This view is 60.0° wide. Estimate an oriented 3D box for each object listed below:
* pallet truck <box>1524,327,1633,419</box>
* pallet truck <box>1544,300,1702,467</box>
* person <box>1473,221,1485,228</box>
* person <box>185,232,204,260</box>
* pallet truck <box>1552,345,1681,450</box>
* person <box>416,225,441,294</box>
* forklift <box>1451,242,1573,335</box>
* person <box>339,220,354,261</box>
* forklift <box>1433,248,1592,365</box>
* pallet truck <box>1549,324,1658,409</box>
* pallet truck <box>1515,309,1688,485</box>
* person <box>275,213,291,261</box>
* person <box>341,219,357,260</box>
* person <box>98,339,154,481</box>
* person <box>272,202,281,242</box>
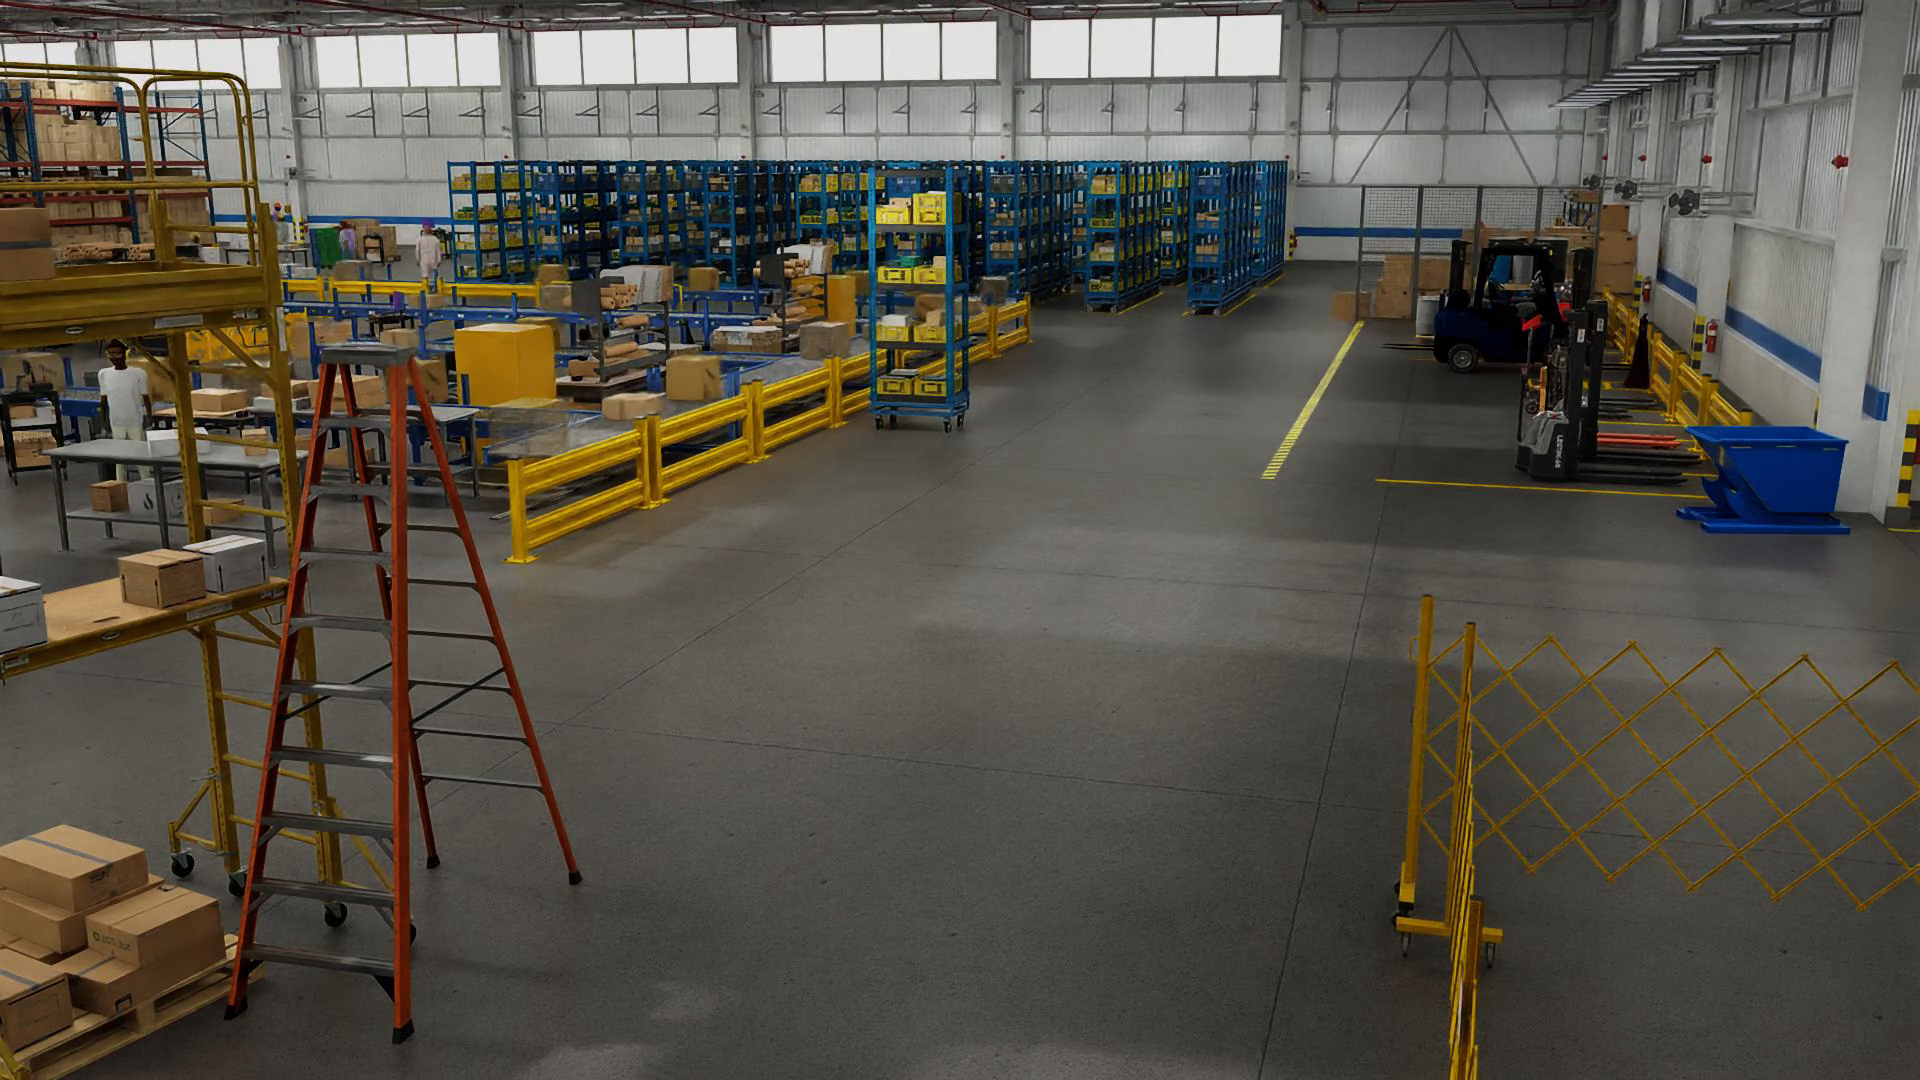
[{"bbox_3d":[9.065,-2.460,24.370,1.522,1.261,0.704,3,13,14],"label":"pallet truck"},{"bbox_3d":[8.263,-1.952,20.631,1.885,1.965,0.823,5,14,20],"label":"pallet truck"},{"bbox_3d":[14.296,-7.835,46.049,0.396,1.992,0.623,6,14,23],"label":"person"},{"bbox_3d":[-20.626,-7.432,44.735,0.829,1.804,0.585,4,14,15],"label":"person"},{"bbox_3d":[8.641,-1.896,21.908,1.630,1.274,0.653,4,14,16],"label":"pallet truck"},{"bbox_3d":[-14.527,-7.666,45.534,0.656,1.893,0.586,-6,14,-25],"label":"person"},{"bbox_3d":[10.464,-4.597,31.405,2.680,1.987,1.157,4,14,16],"label":"forklift"},{"bbox_3d":[-18.748,-8.902,51.041,0.811,1.822,0.575,0,13,0],"label":"person"},{"bbox_3d":[9.780,-4.111,29.280,2.680,1.987,1.157,3,13,14],"label":"forklift"},{"bbox_3d":[9.824,-2.669,25.407,1.601,1.201,0.680,4,14,16],"label":"pallet truck"},{"bbox_3d":[7.554,-1.677,19.446,1.885,1.965,0.823,3,13,14],"label":"pallet truck"},{"bbox_3d":[-24.519,-10.976,60.207,0.490,1.731,0.423,-12,17,-41],"label":"person"},{"bbox_3d":[-19.511,-9.339,53.066,0.327,1.753,0.563,9,16,33],"label":"person"},{"bbox_3d":[-8.864,-1.207,17.695,0.537,1.869,0.314,-3,13,-12],"label":"person"},{"bbox_3d":[-26.839,-12.313,65.513,0.370,1.939,0.543,-12,18,-42],"label":"person"}]
